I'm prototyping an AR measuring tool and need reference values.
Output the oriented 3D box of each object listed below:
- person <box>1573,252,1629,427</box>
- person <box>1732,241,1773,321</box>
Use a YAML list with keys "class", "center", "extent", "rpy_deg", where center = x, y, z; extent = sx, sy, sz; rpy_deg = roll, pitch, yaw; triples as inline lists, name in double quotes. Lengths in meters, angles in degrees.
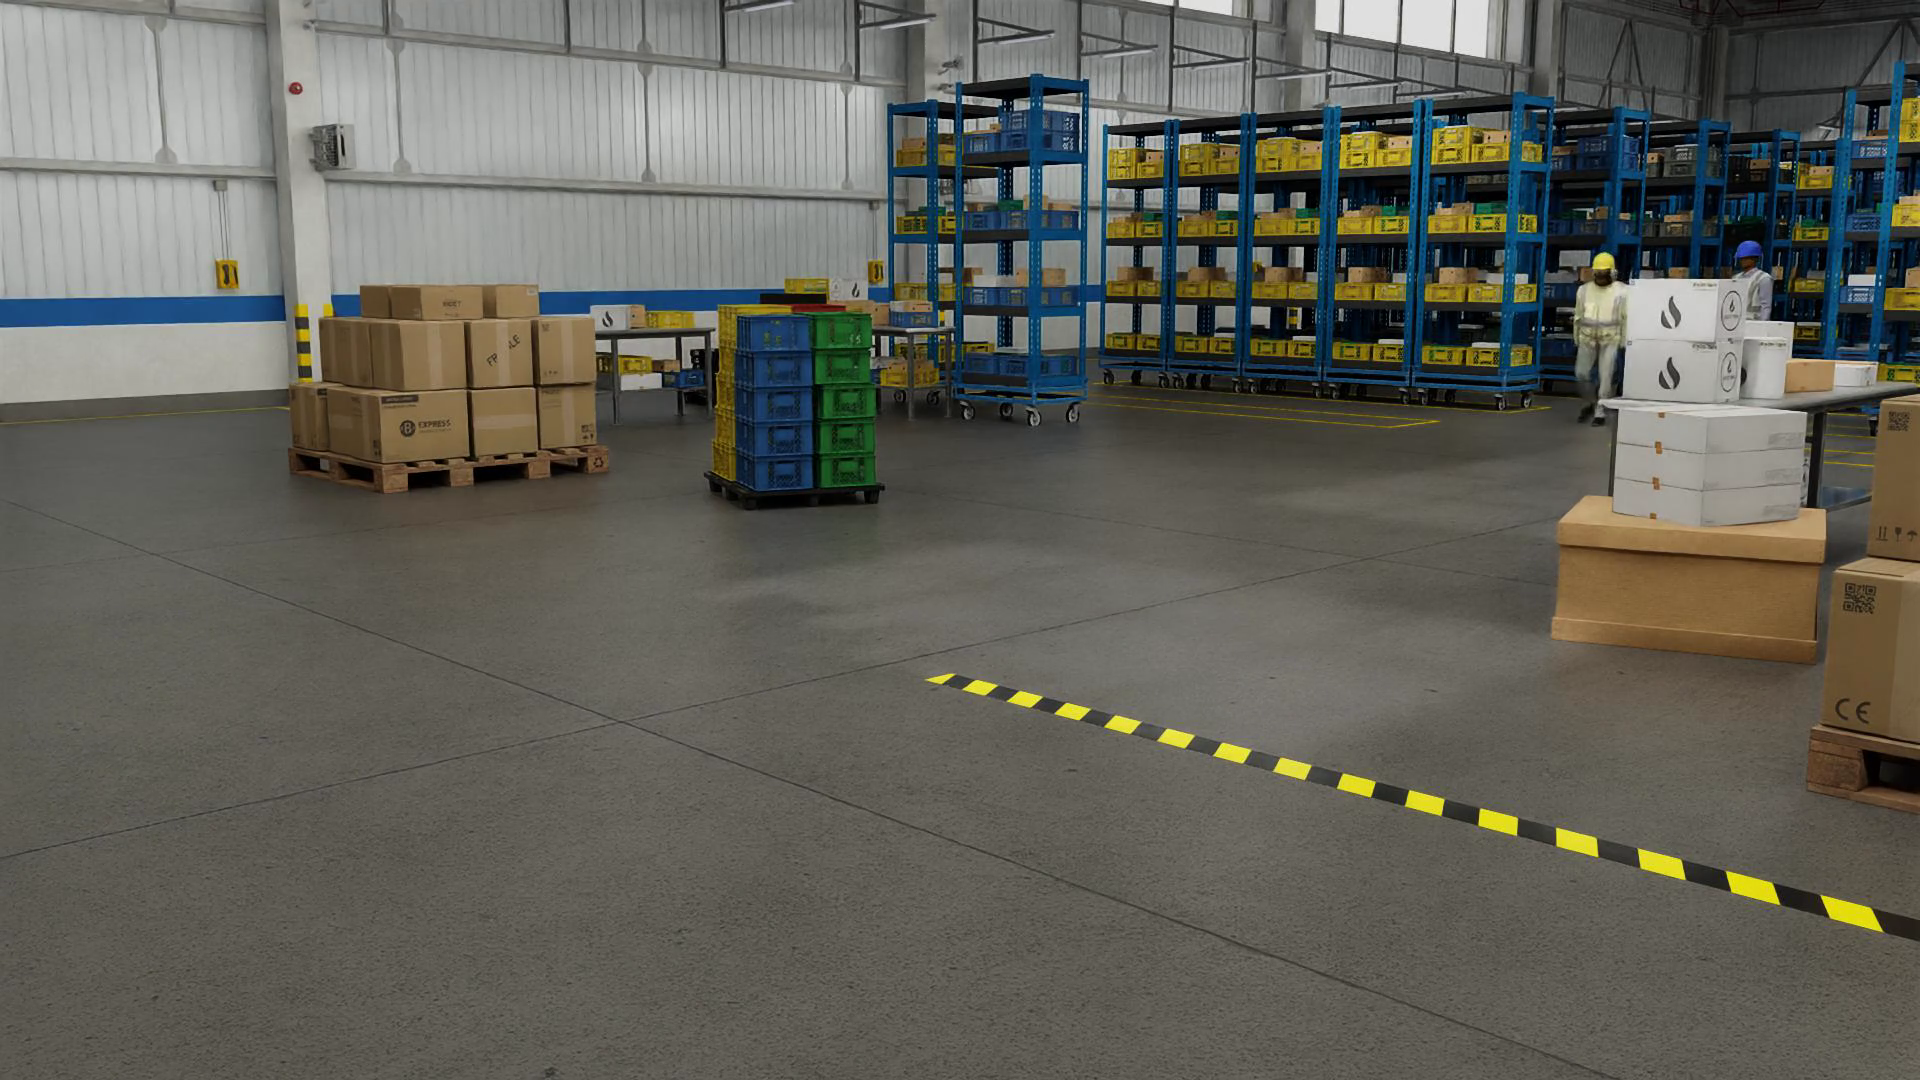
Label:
- class: "person"
  center: [6.681, -2.085, 17.343]
  extent: [0.598, 1.819, 0.423]
  rpy_deg: [6, 11, 34]
- class: "person"
  center: [8.748, -2.349, 18.543]
  extent: [0.403, 1.943, 0.616]
  rpy_deg: [-2, 10, -14]
